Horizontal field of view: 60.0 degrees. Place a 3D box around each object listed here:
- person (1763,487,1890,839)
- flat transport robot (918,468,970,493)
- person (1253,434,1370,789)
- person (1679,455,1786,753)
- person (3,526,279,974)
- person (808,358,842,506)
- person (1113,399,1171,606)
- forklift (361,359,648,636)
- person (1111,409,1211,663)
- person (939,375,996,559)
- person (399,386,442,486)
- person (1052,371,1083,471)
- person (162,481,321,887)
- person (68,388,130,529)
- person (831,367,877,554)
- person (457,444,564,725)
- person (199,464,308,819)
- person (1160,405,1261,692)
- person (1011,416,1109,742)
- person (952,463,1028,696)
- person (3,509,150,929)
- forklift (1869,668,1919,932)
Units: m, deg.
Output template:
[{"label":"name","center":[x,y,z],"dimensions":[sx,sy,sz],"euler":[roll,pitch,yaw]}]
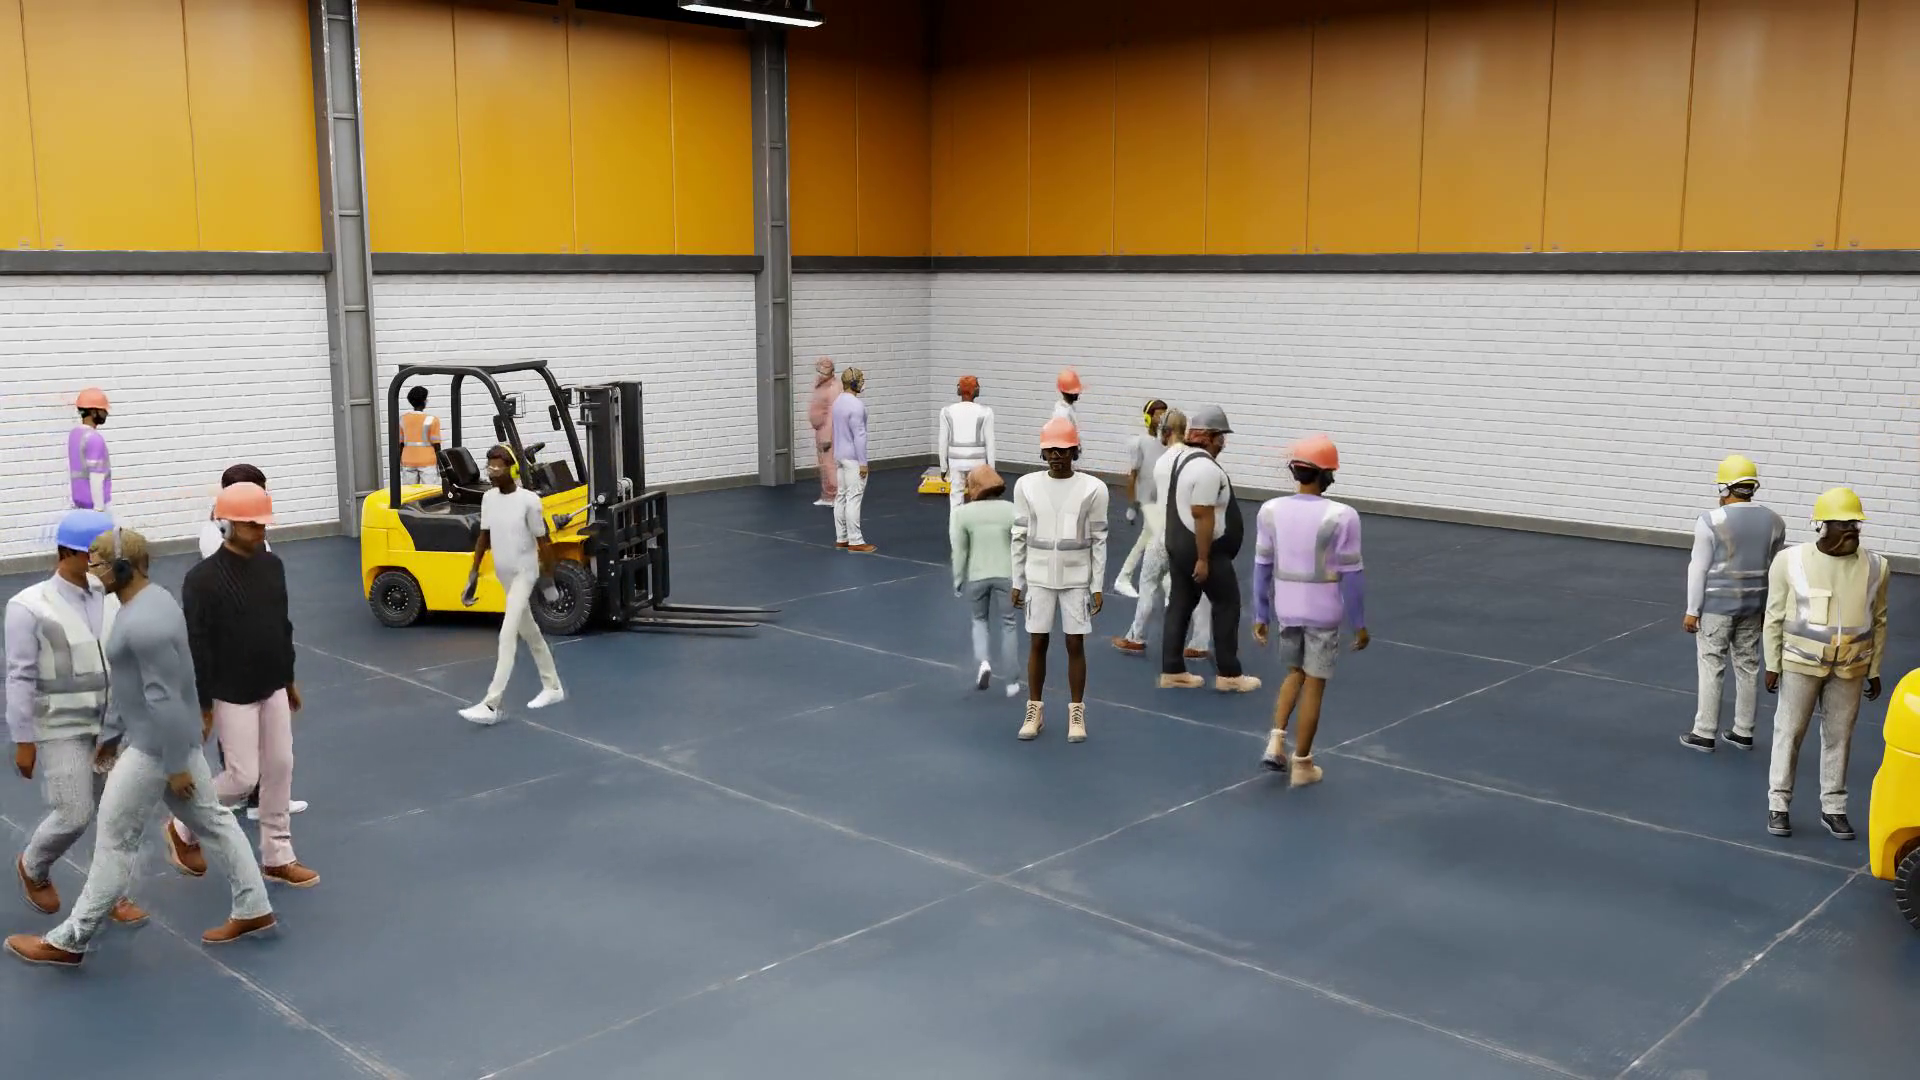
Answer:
[{"label":"person","center":[4.485,0.637,8.632],"dimensions":[0.590,1.837,0.403],"euler":[2,9,11]},{"label":"flat transport robot","center":[-0.152,-0.814,22.314],"dimensions":[0.652,0.197,1.431],"euler":[1,9,5]},{"label":"person","center":[2.000,0.411,9.433],"dimensions":[0.618,2.026,0.424],"euler":[9,13,43]},{"label":"person","center":[4.711,0.392,10.179],"dimensions":[0.591,1.826,0.403],"euler":[-2,9,-11]},{"label":"person","center":[-3.479,0.873,7.043],"dimensions":[1.069,1.873,0.625],"euler":[-4,10,-21]},{"label":"person","center":[-1.666,-1.311,20.507],"dimensions":[0.401,1.875,0.722],"euler":[-3,10,-18]},{"label":"person","center":[1.712,-0.341,14.704],"dimensions":[0.538,1.826,0.973],"euler":[-8,13,-42]},{"label":"forklift","center":[-3.850,-0.407,13.936],"dimensions":[2.313,2.155,1.214],"euler":[2,9,11]},{"label":"person","center":[1.546,-0.041,12.582],"dimensions":[0.902,1.896,0.630],"euler":[8,12,39]},{"label":"person","center":[0.079,-0.740,16.927],"dimensions":[0.584,1.882,0.337],"euler":[2,9,11]},{"label":"person","center":[-5.854,-0.824,18.048],"dimensions":[0.537,1.695,0.321],"euler":[2,10,14]},{"label":"person","center":[1.119,-0.820,17.414],"dimensions":[0.338,1.898,0.640],"euler":[1,9,9]},{"label":"person","center":[-3.435,0.696,7.885],"dimensions":[0.635,1.969,0.626],"euler":[3,10,16]},{"label":"person","center":[-7.520,-0.367,14.538],"dimensions":[0.552,1.923,0.470],"euler":[7,12,38]},{"label":"person","center":[-1.124,-0.828,17.301],"dimensions":[0.373,1.940,0.630],"euler":[-5,11,-29]},{"label":"person","center":[-2.957,0.278,10.906],"dimensions":[0.493,1.812,0.970],"euler":[7,11,36]},{"label":"person","center":[-3.860,0.545,8.962],"dimensions":[0.587,1.913,0.391],"euler":[8,12,41]},{"label":"person","center":[1.779,0.045,11.637],"dimensions":[0.809,2.000,0.702],"euler":[-2,9,-10]},{"label":"person","center":[0.614,0.248,10.384],"dimensions":[0.608,2.044,0.370],"euler":[2,9,10]},{"label":"person","center":[0.234,0.280,11.487],"dimensions":[0.578,1.614,0.414],"euler":[1,9,8]},{"label":"person","center":[-3.929,0.803,7.382],"dimensions":[0.589,1.912,0.654],"euler":[4,10,24]},{"label":"forklift","center":[5.205,0.723,7.013],"dimensions":[2.313,2.155,1.214],"euler":[9,13,43]}]
